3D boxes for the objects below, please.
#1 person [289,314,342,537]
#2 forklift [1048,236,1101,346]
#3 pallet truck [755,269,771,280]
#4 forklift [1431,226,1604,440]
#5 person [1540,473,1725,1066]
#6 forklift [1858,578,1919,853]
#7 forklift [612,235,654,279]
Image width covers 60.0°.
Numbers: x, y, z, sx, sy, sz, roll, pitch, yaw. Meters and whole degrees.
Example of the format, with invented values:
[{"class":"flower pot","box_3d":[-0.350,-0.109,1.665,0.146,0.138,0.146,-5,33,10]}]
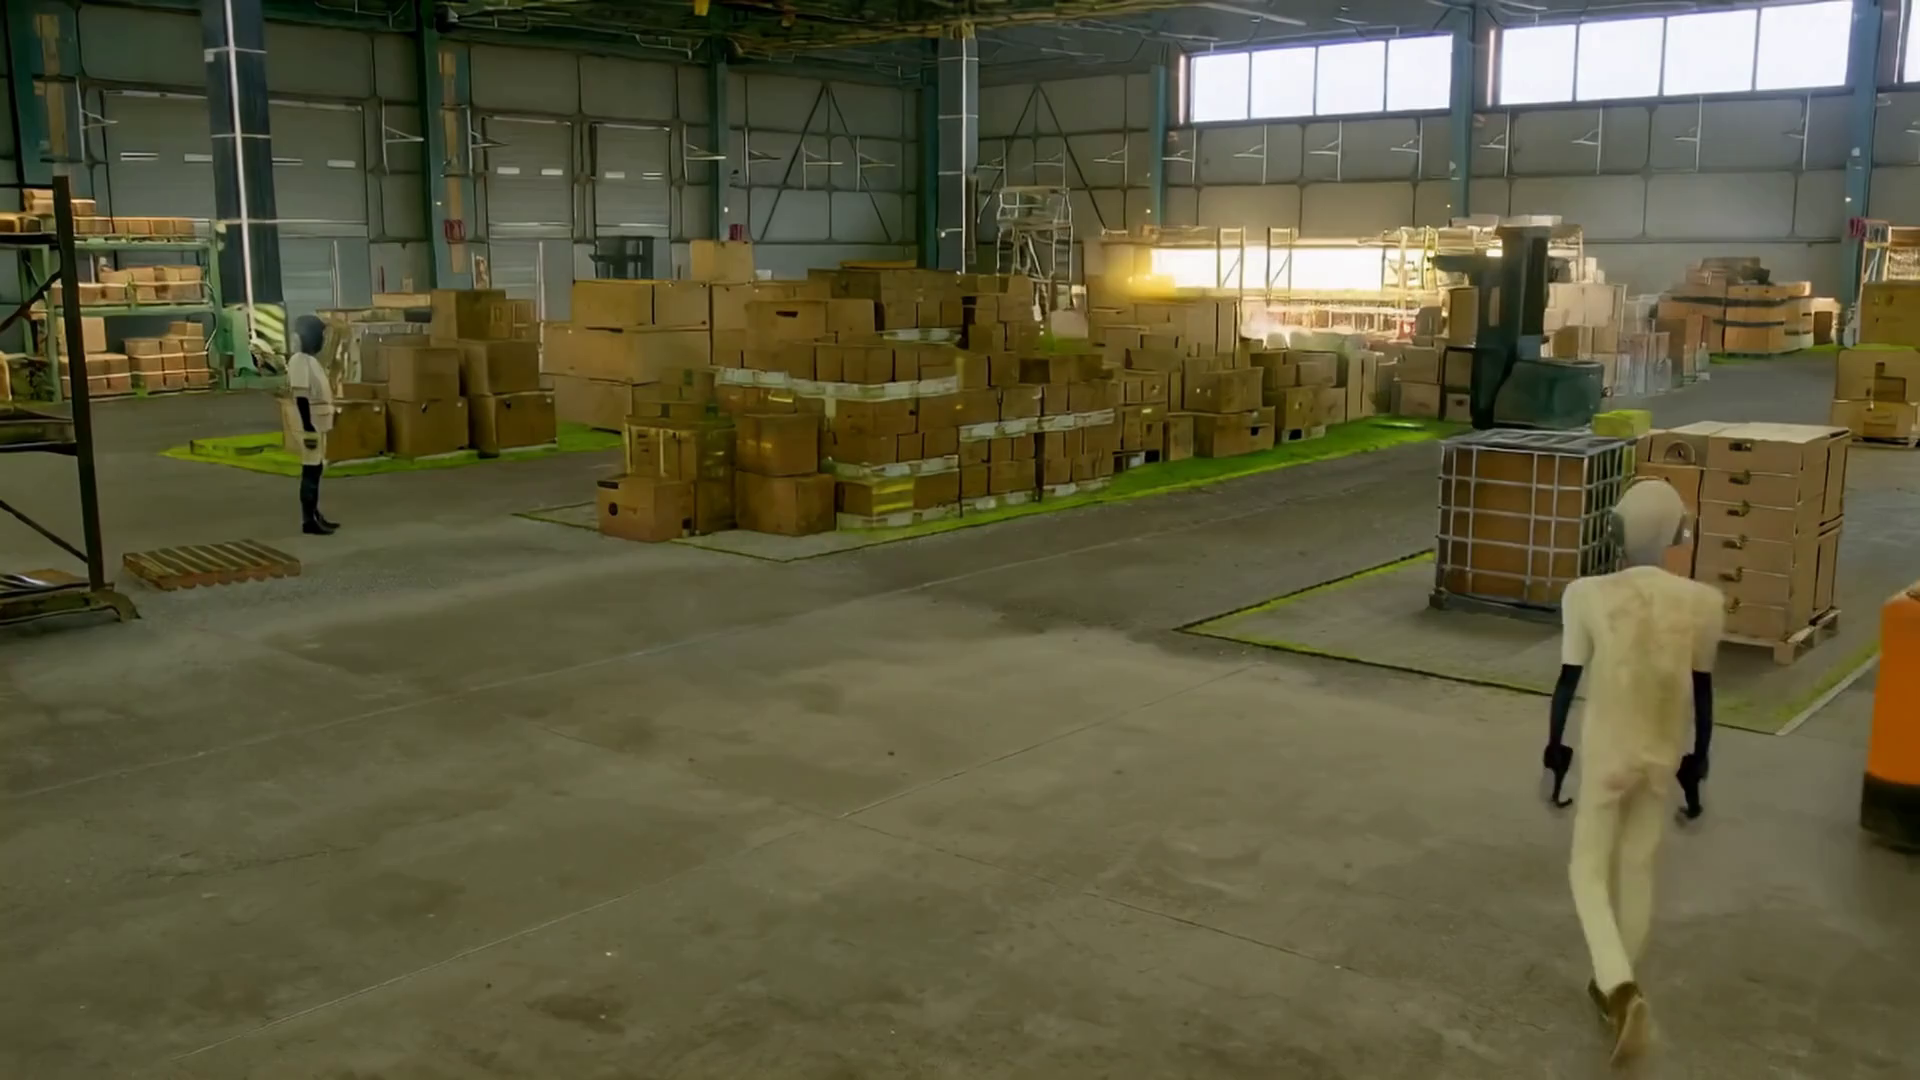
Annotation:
[{"class":"person","box_3d":[-5.731,-1.009,14.734,0.361,1.964,0.614,-2,10,-12]},{"class":"forklift","box_3d":[3.013,-5.617,38.372,1.873,2.768,1.129,2,10,12]},{"class":"pallet truck","box_3d":[-4.996,-6.432,45.525,1.885,1.965,0.823,-6,12,-32]},{"class":"forklift","box_3d":[7.339,-2.688,21.696,1.873,2.768,1.129,8,13,40]},{"class":"person","box_3d":[2.122,0.721,5.241,0.521,1.851,0.721,1,10,6]},{"class":"forklift","box_3d":[4.866,-0.049,6.671,1.873,2.768,1.129,8,13,40]},{"class":"forklift","box_3d":[-7.300,-5.450,37.421,1.873,2.768,1.129,8,13,40]}]
